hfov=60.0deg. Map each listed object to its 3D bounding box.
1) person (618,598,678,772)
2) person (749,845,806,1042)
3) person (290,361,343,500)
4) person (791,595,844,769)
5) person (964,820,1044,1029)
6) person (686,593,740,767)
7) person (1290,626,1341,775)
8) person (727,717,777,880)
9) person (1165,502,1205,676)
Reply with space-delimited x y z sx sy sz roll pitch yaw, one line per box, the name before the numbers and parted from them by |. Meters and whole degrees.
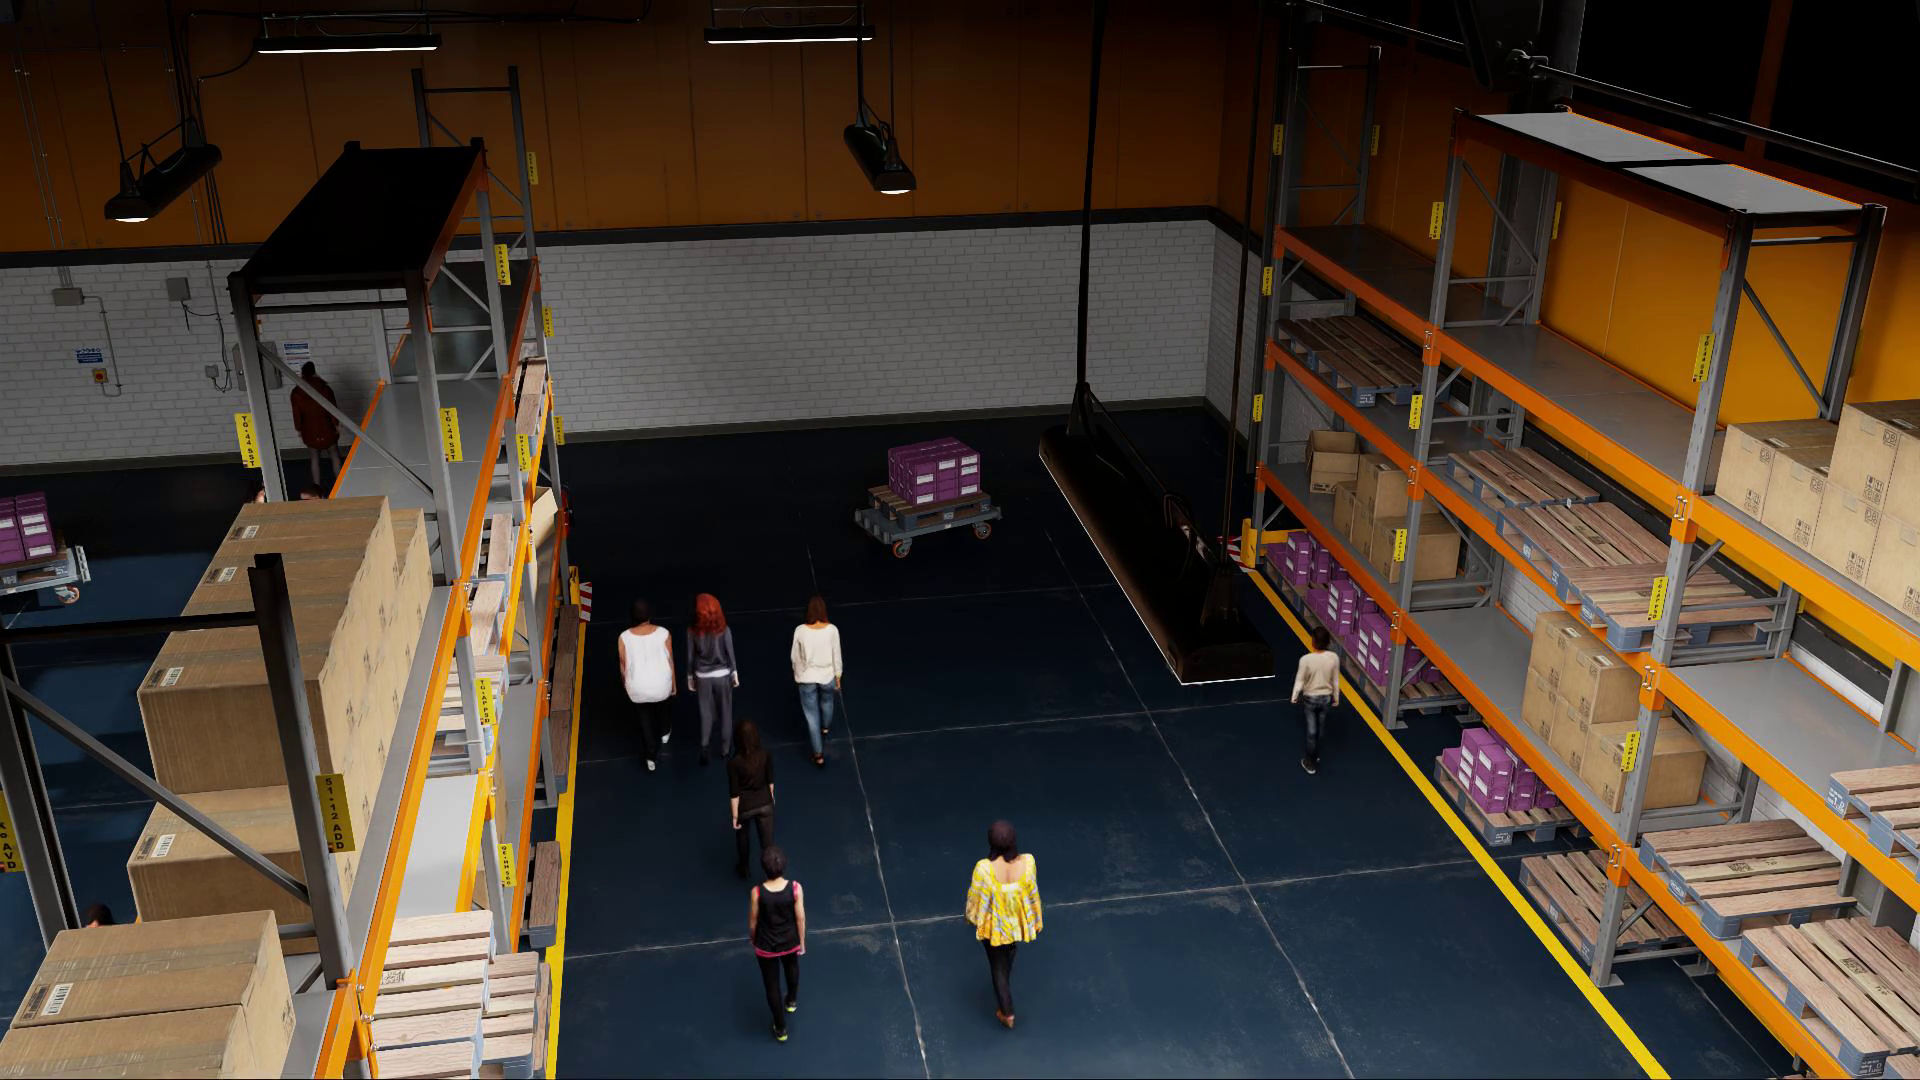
person | -2.901 1.364 15.499 0.682 1.658 0.983 -3 24 -7
person | -1.308 2.942 12.043 0.590 1.535 0.775 -7 25 -16
person | -8.352 -1.430 21.668 0.757 1.837 0.746 -8 25 -19
person | -1.326 1.354 15.533 0.641 1.649 0.997 -5 24 -11
person | 0.346 2.843 12.151 0.798 1.631 0.923 -10 25 -22
person | -2.312 1.353 15.400 0.755 1.759 0.924 3 24 8
person | 3.331 1.513 15.413 0.568 1.454 0.619 -4 24 -9
person | -1.647 2.232 13.575 0.702 1.609 1.100 -8 25 -18
person | 2.273 0.529 17.132 0.651 1.880 0.636 -2 24 -6
